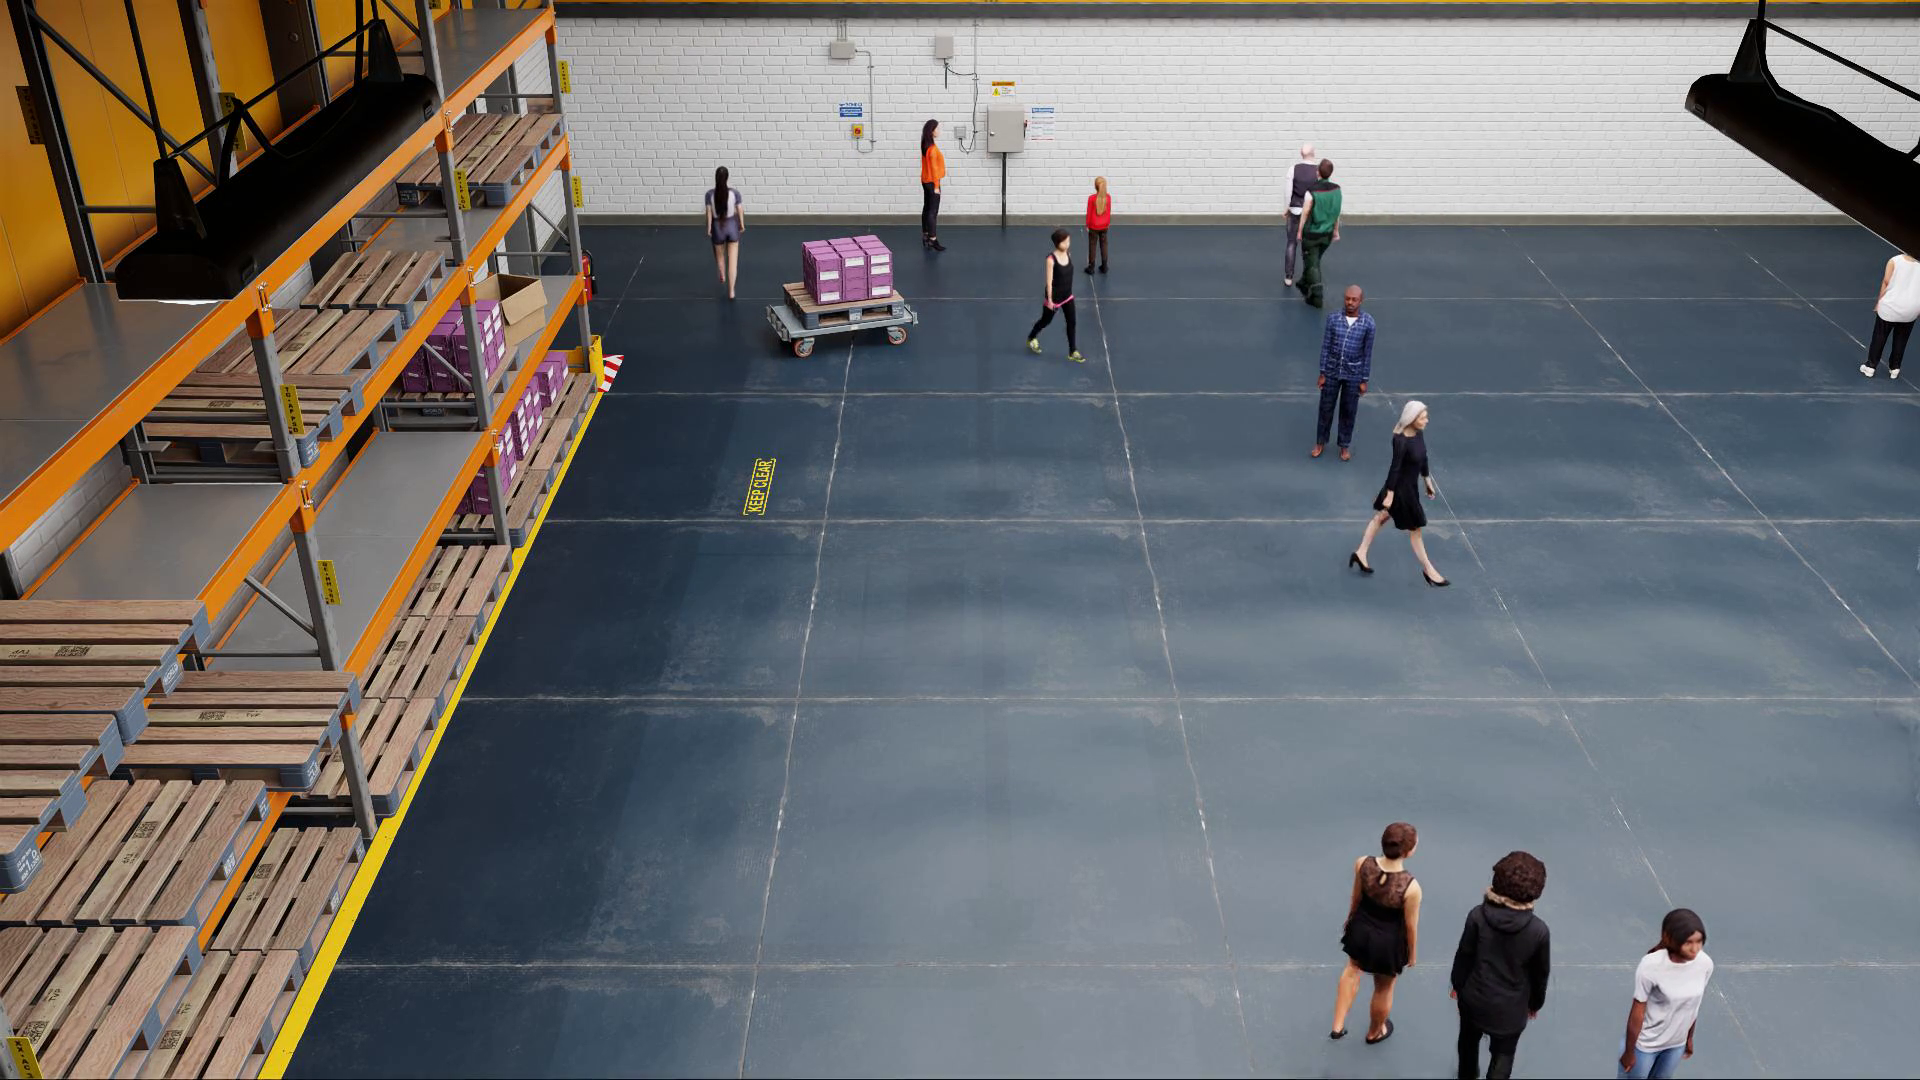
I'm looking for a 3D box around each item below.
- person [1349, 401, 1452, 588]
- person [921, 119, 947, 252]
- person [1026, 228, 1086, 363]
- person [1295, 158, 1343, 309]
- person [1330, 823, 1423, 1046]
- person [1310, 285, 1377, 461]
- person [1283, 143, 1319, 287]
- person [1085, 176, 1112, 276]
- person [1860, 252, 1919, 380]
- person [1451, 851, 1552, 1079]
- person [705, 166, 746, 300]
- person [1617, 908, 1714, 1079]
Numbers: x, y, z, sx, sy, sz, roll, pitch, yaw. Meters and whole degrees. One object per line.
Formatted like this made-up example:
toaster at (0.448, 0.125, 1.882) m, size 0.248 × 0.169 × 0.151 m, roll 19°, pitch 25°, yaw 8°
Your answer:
person at (3.744, -0.420, 14.429) m, size 1.020 × 1.704 × 1.134 m, roll 15°, pitch 32°, yaw 26°
person at (-0.390, -4.790, 22.392) m, size 0.741 × 1.749 × 0.591 m, roll -8°, pitch 30°, yaw -15°
person at (1.063, -2.808, 18.999) m, size 0.999 × 1.520 × 1.052 m, roll -25°, pitch 38°, yaw -38°
person at (4.401, -3.733, 20.393) m, size 0.888 × 1.809 × 1.135 m, roll -9°, pitch 30°, yaw -17°
person at (2.356, 2.291, 9.492) m, size 0.809 × 1.672 × 0.871 m, roll 24°, pitch 37°, yaw 37°
person at (3.837, -1.695, 16.647) m, size 0.733 × 1.818 × 0.714 m, roll 8°, pitch 30°, yaw 15°
person at (4.352, -4.124, 21.096) m, size 0.744 × 1.822 × 0.670 m, roll 7°, pitch 29°, yaw 12°
person at (1.798, -4.086, 21.589) m, size 0.546 × 1.282 × 0.571 m, roll -10°, pitch 30°, yaw -18°
person at (10.442, -2.633, 18.502) m, size 0.715 × 1.688 × 0.684 m, roll 7°, pitch 29°, yaw 12°
person at (2.886, 2.511, 9.004) m, size 0.891 × 1.753 × 1.089 m, roll 9°, pitch 30°, yaw 16°
person at (-2.916, -3.791, 20.699) m, size 0.698 × 1.617 × 1.010 m, roll -4°, pitch 29°, yaw -7°
person at (3.671, 2.646, 8.791) m, size 0.639 × 1.719 × 0.613 m, roll -8°, pitch 30°, yaw -14°
